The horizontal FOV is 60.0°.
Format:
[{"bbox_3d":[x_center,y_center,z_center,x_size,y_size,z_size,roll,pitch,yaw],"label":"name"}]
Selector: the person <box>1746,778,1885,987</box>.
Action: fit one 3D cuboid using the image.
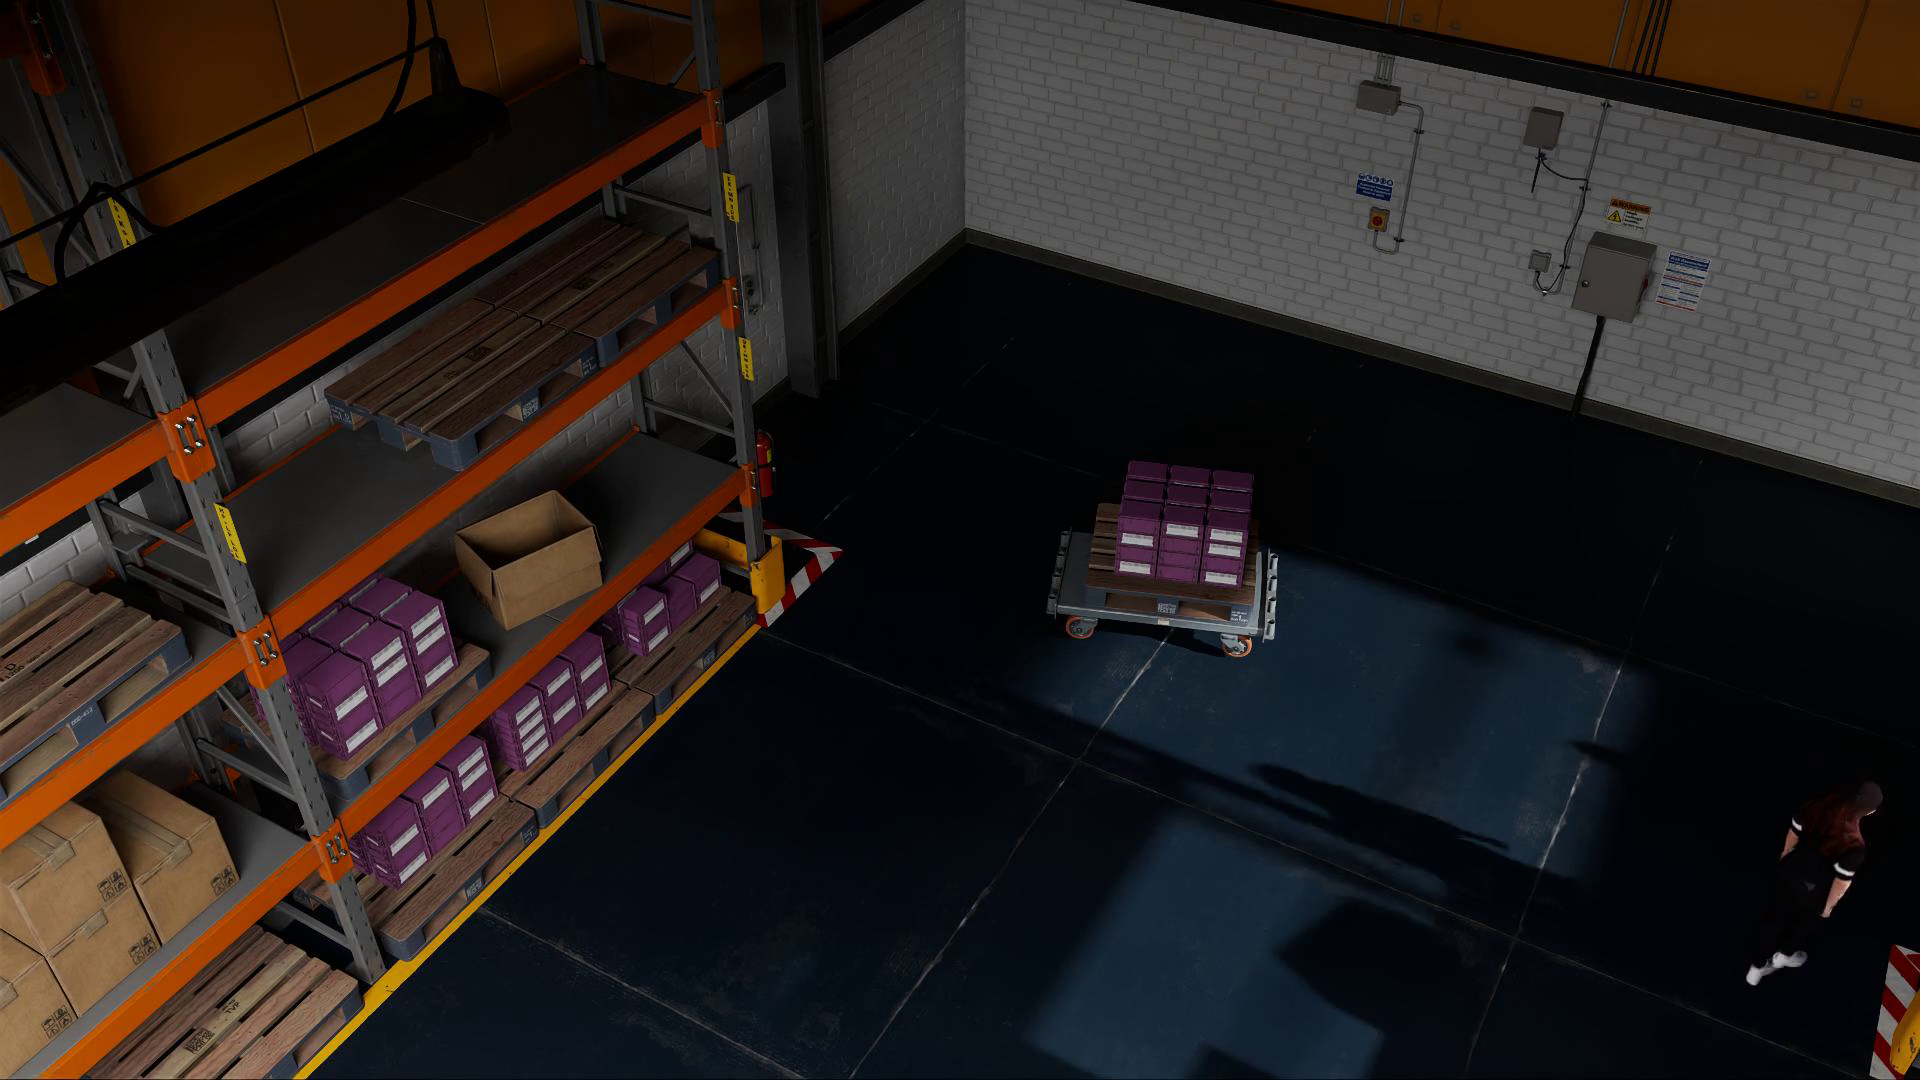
[{"bbox_3d":[4.773,1.978,9.489,0.809,1.616,0.753,-19,42,-22],"label":"person"}]
